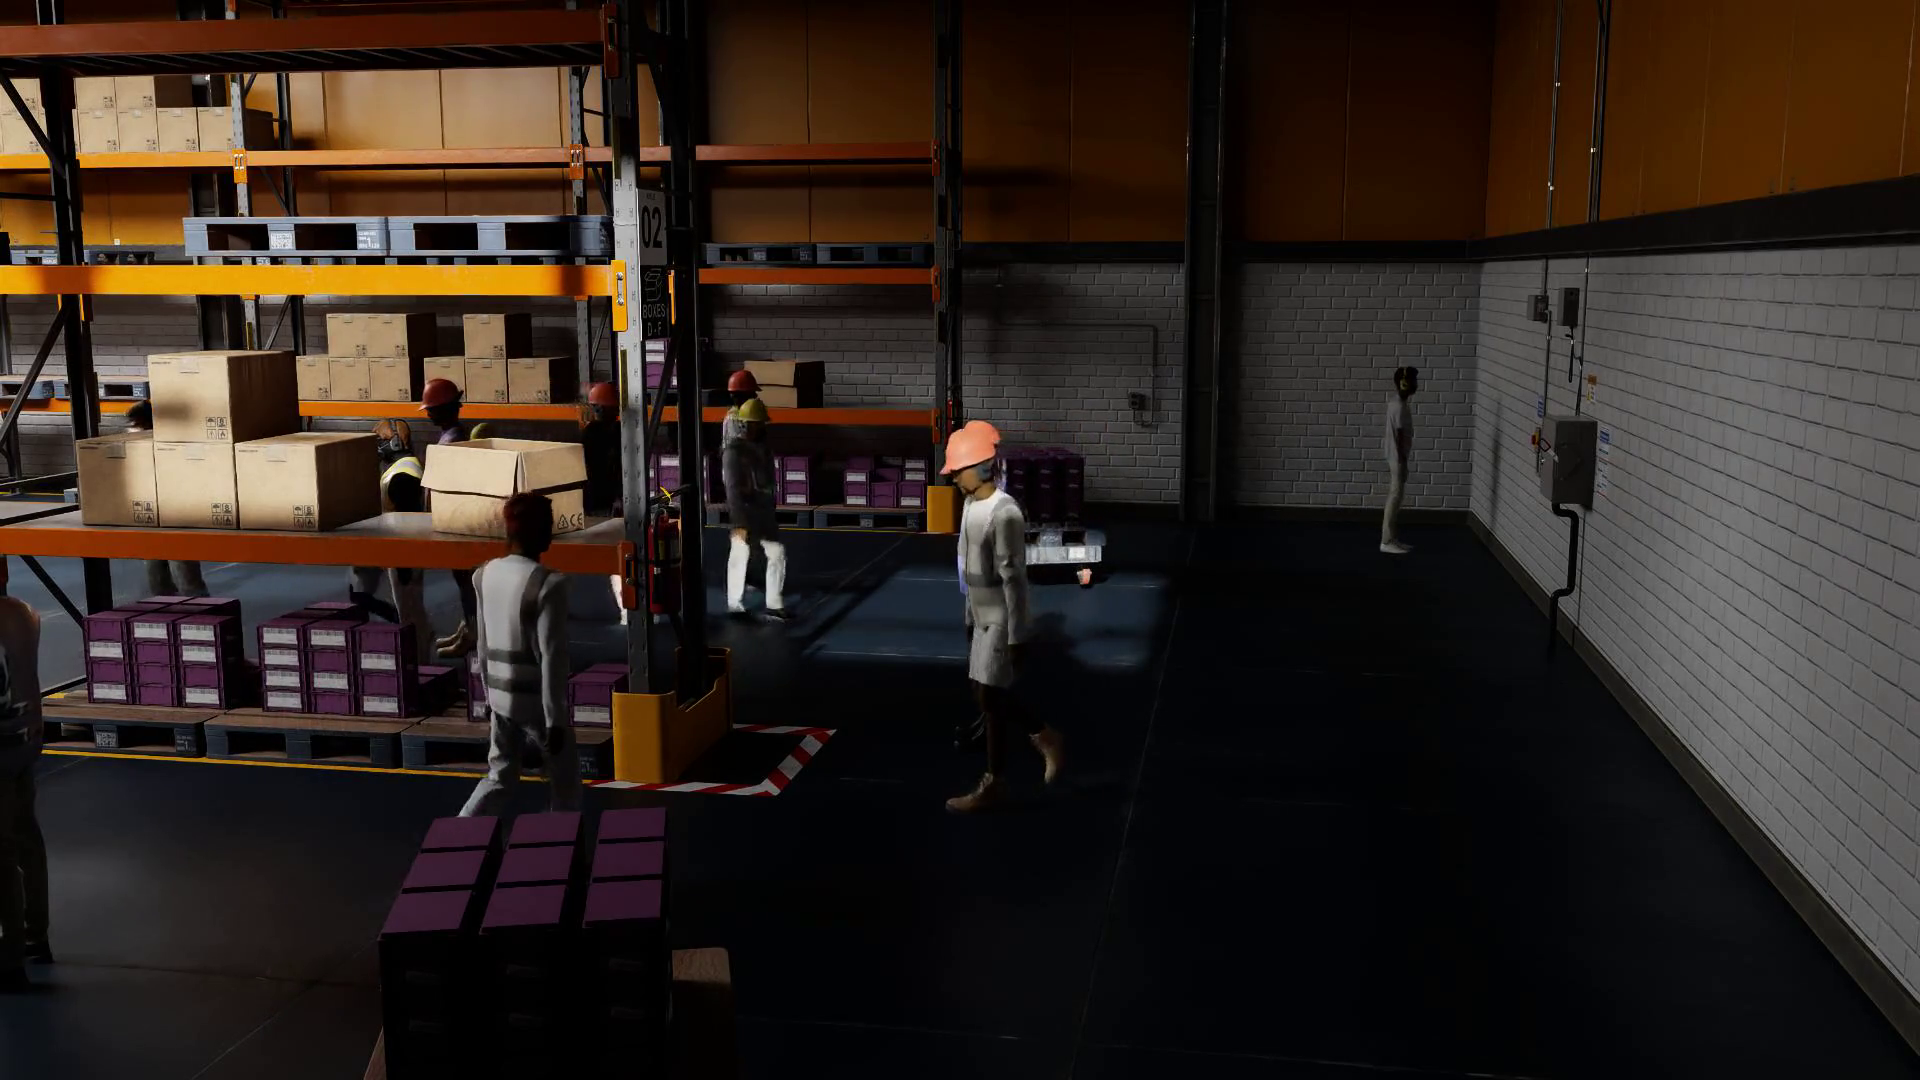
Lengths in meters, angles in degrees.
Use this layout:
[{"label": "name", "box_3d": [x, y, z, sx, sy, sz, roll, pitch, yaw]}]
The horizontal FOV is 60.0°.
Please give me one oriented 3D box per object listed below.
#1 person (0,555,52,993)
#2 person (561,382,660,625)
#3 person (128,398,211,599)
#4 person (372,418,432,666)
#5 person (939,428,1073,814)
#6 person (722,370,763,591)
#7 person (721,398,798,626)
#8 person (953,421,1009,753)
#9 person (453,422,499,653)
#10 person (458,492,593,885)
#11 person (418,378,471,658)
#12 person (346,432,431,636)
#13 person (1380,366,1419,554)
[{"label": "person", "box_3d": [-3.798, 0.848, 6.479, 0.404, 1.830, 0.588, -1, 9, -7]}, {"label": "person", "box_3d": [-2.926, -0.289, 13.187, 1.003, 1.952, 0.601, 1, 9, 4]}, {"label": "person", "box_3d": [-5.626, -0.060, 11.865, 0.659, 1.915, 0.449, 7, 11, 37]}, {"label": "person", "box_3d": [-3.741, 0.097, 11.142, 0.430, 1.836, 0.618, -3, 10, -19]}, {"label": "person", "box_3d": [0.269, 0.407, 8.690, 0.752, 2.007, 0.674, -4, 10, -23]}, {"label": "person", "box_3d": [-1.909, -0.523, 14.644, 0.366, 1.939, 0.544, -1, 9, -6]}, {"label": "person", "box_3d": [-1.572, -0.206, 13.075, 0.689, 1.805, 0.622, 5, 10, 29]}, {"label": "person", "box_3d": [0.118, 0.271, 9.720, 0.356, 1.937, 0.552, 1, 9, 3]}, {"label": "person", "box_3d": [-3.250, 0.073, 11.481, 0.533, 1.767, 0.325, -3, 10, -19]}, {"label": "person", "box_3d": [-1.961, 0.717, 7.268, 0.586, 1.851, 0.897, 6, 11, 33]}, {"label": "person", "box_3d": [-3.697, -0.159, 12.095, 0.391, 2.034, 0.605, -3, 10, -16]}, {"label": "person", "box_3d": [-4.147, 0.073, 11.768, 0.660, 1.678, 0.543, -2, 9, -12]}, {"label": "person", "box_3d": [4.392, -0.803, 16.602, 0.303, 1.868, 0.532, 2, 9, 11]}]
